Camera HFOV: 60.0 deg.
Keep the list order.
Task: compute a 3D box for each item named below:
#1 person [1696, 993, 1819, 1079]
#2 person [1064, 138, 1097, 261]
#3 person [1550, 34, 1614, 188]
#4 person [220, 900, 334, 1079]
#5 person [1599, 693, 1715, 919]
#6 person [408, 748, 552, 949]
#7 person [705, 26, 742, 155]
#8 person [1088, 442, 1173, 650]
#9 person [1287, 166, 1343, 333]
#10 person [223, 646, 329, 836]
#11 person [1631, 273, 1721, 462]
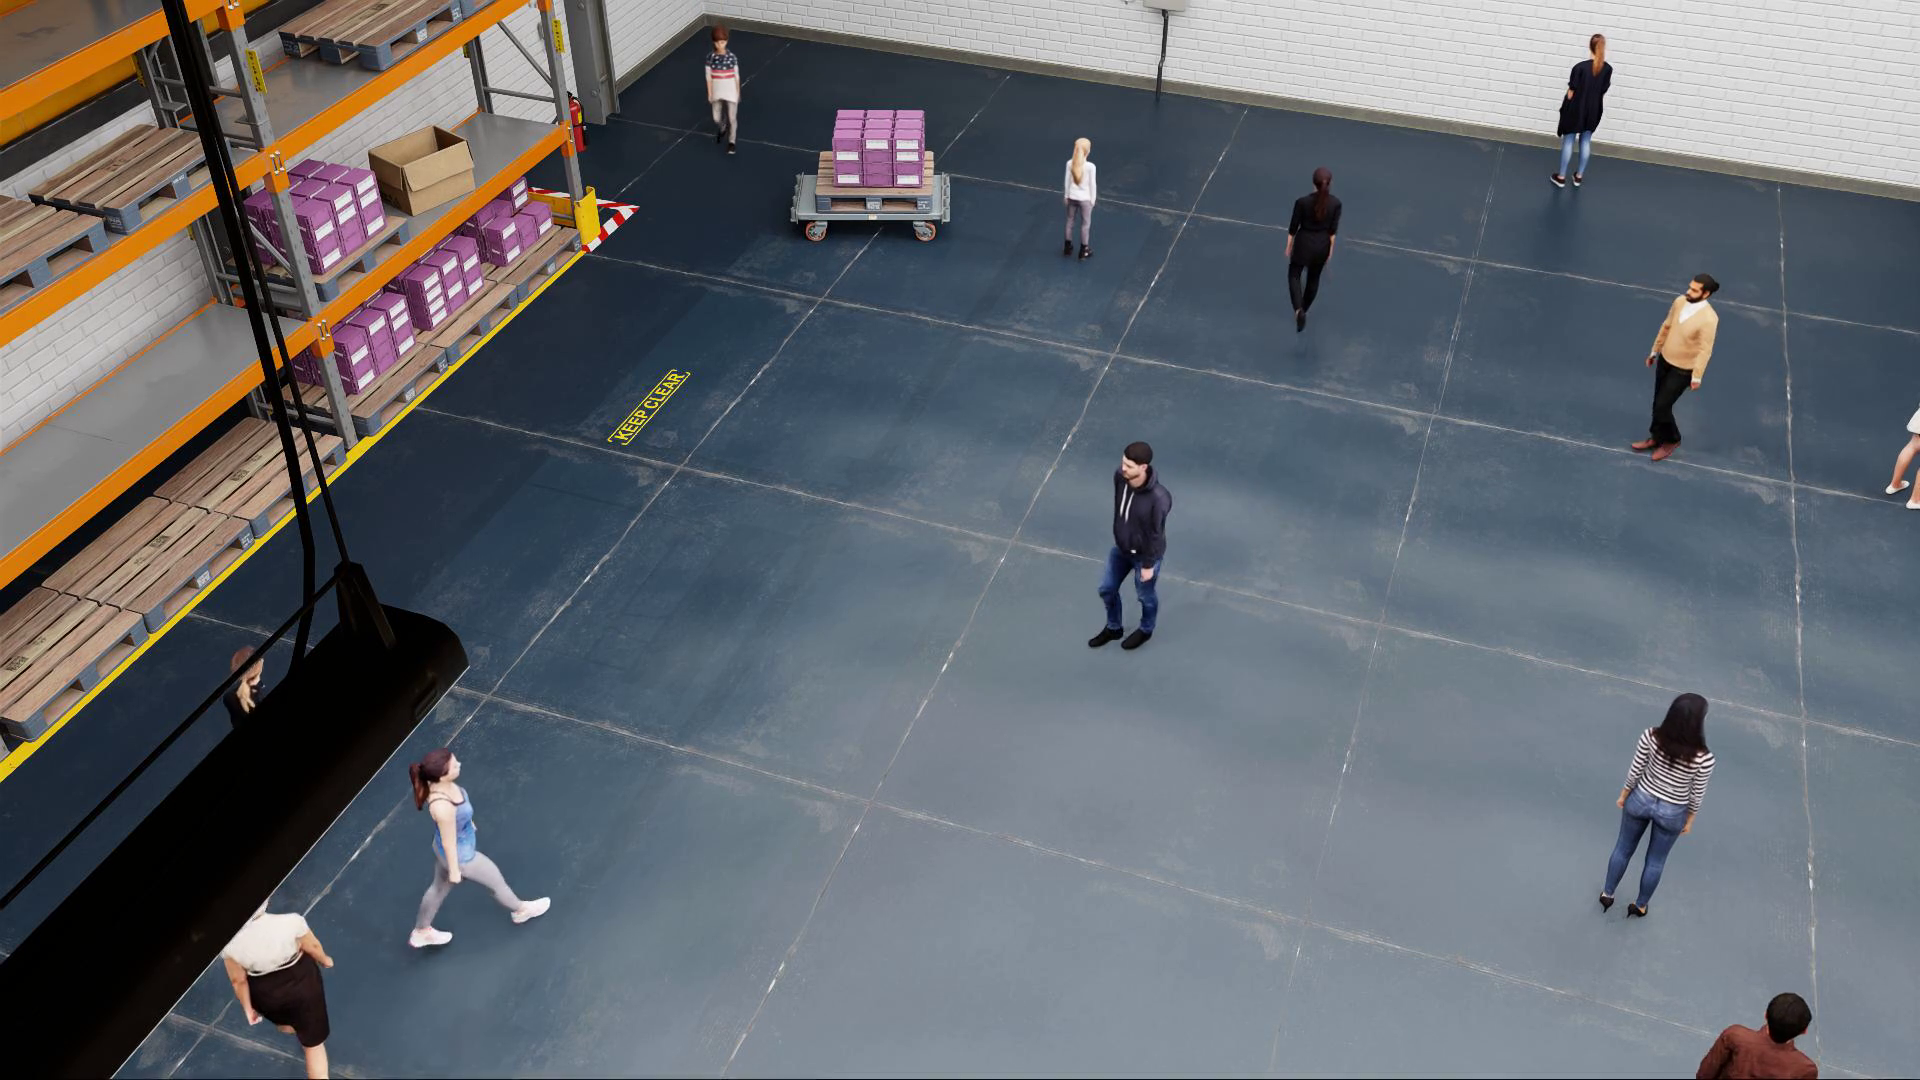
[{"bbox_3d":[3.904,2.941,8.363,0.749,1.772,0.867,22,43,25],"label":"person"},{"bbox_3d":[1.204,-3.440,16.750,0.514,1.278,0.521,19,42,22],"label":"person"},{"bbox_3d":[6.704,-4.622,17.905,0.708,1.683,0.692,-2,39,-2],"label":"person"},{"bbox_3d":[-3.610,2.513,8.943,1.000,1.717,1.148,-10,40,-12],"label":"person"},{"bbox_3d":[4.174,1.628,9.990,0.638,1.794,0.584,25,45,27],"label":"person"},{"bbox_3d":[-3.057,1.869,9.867,1.113,1.571,1.047,-17,42,-20],"label":"person"},{"bbox_3d":[-2.655,-5.080,18.676,0.653,1.436,0.729,-2,39,-3],"label":"person"},{"bbox_3d":[1.358,0.024,11.936,0.889,1.872,0.842,-29,47,-31],"label":"person"},{"bbox_3d":[3.267,-2.651,15.468,0.765,1.644,0.944,1,39,1],"label":"person"},{"bbox_3d":[-4.254,1.415,10.298,0.772,1.741,1.054,2,39,3],"label":"person"},{"bbox_3d":[6.073,-1.471,13.910,0.837,1.744,0.736,-7,39,-9],"label":"person"}]
